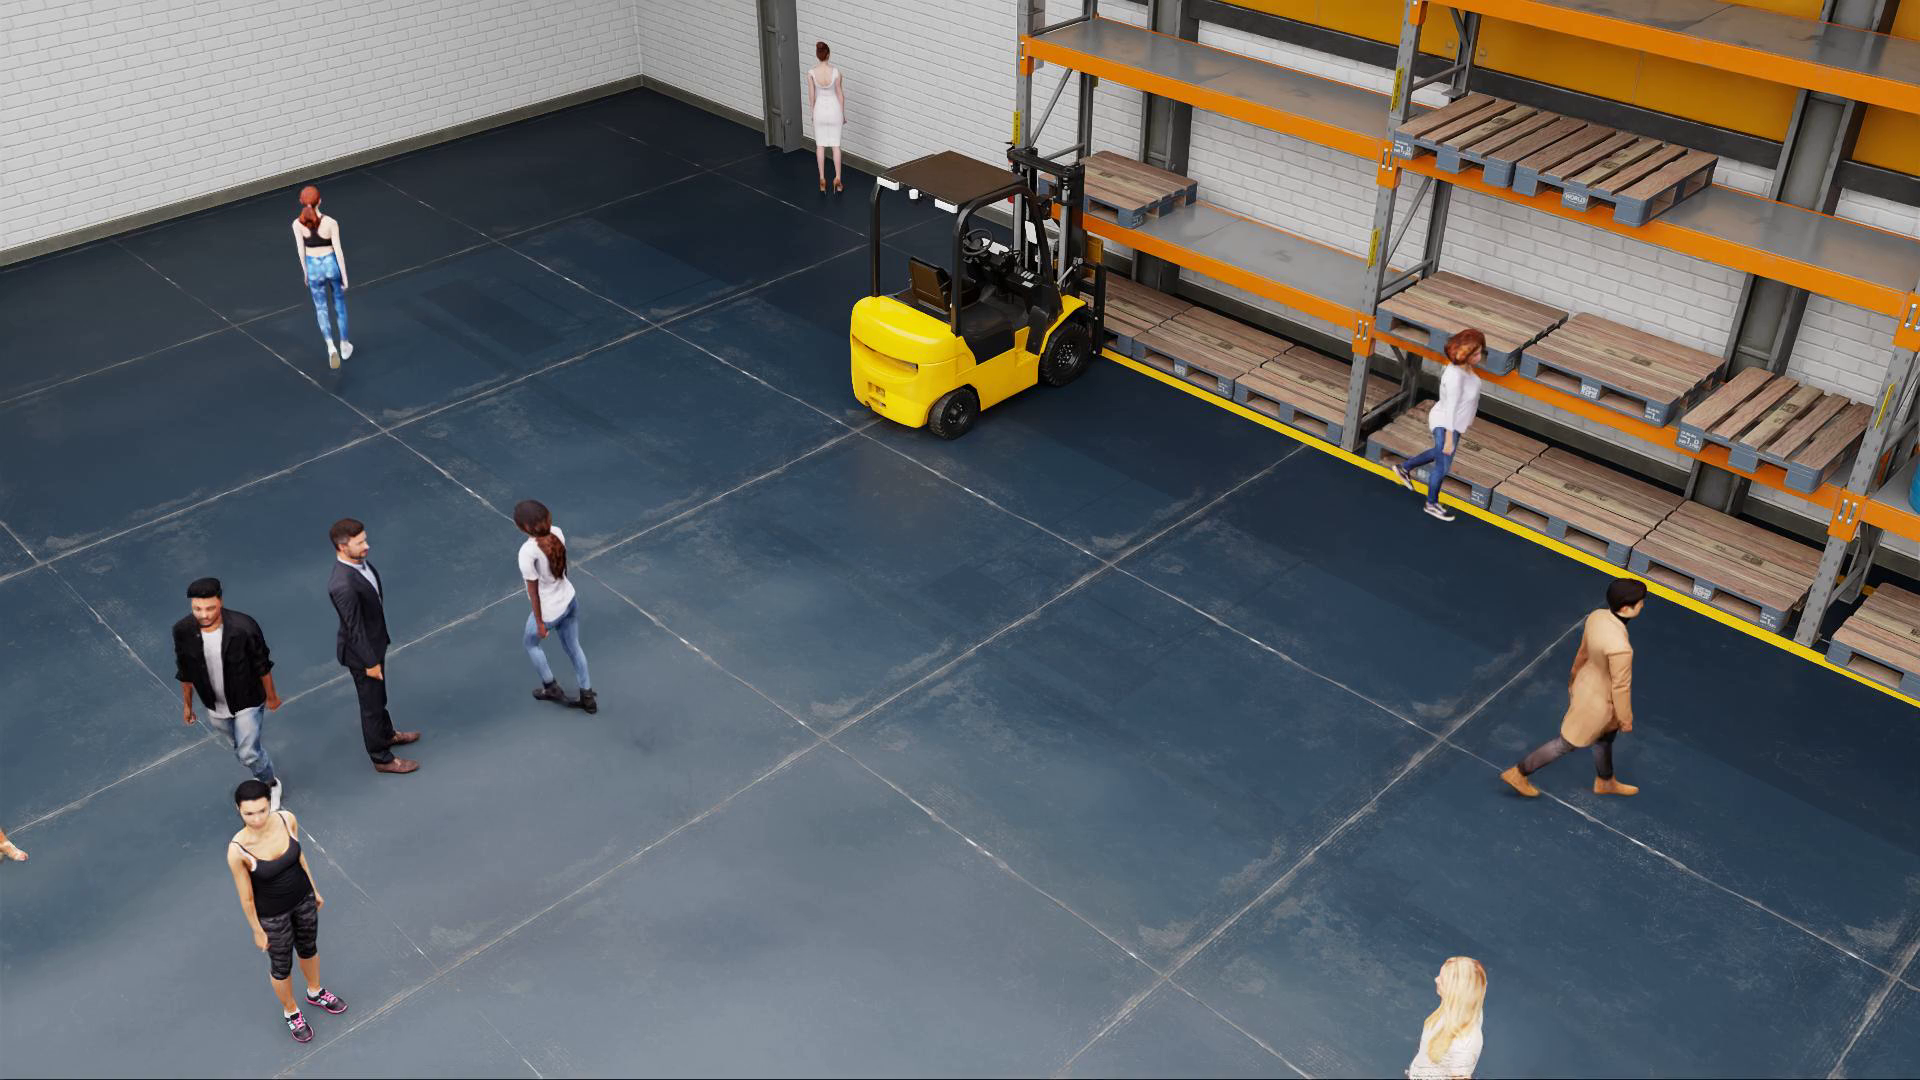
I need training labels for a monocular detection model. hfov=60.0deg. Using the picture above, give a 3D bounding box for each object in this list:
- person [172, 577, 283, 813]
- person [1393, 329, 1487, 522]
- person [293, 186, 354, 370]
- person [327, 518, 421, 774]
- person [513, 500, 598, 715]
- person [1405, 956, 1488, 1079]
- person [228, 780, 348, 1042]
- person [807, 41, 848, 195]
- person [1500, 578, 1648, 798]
[{"bbox_3d":[-4.542,0.907,10.497,0.810,1.788,0.898,7,34,10],"label":"person"},{"bbox_3d":[3.839,-0.958,13.399,0.914,1.683,0.757,16,37,22],"label":"person"},{"bbox_3d":[-5.927,-2.414,15.510,0.867,1.770,1.057,-8,34,-12],"label":"person"},{"bbox_3d":[-3.846,0.677,10.777,0.802,1.863,0.707,-7,34,-10],"label":"person"},{"bbox_3d":[-2.665,0.488,11.204,0.827,1.705,0.745,15,37,22],"label":"person"},{"bbox_3d":[2.356,2.659,7.837,0.787,1.816,0.751,5,34,8],"label":"person"},{"bbox_3d":[-3.651,1.966,8.961,0.581,1.727,0.612,20,39,27],"label":"person"},{"bbox_3d":[-1.536,-4.877,19.195,0.603,1.792,0.690,4,34,6],"label":"person"},{"bbox_3d":[3.913,0.984,10.463,1.206,1.698,1.064,4,34,6],"label":"person"}]
